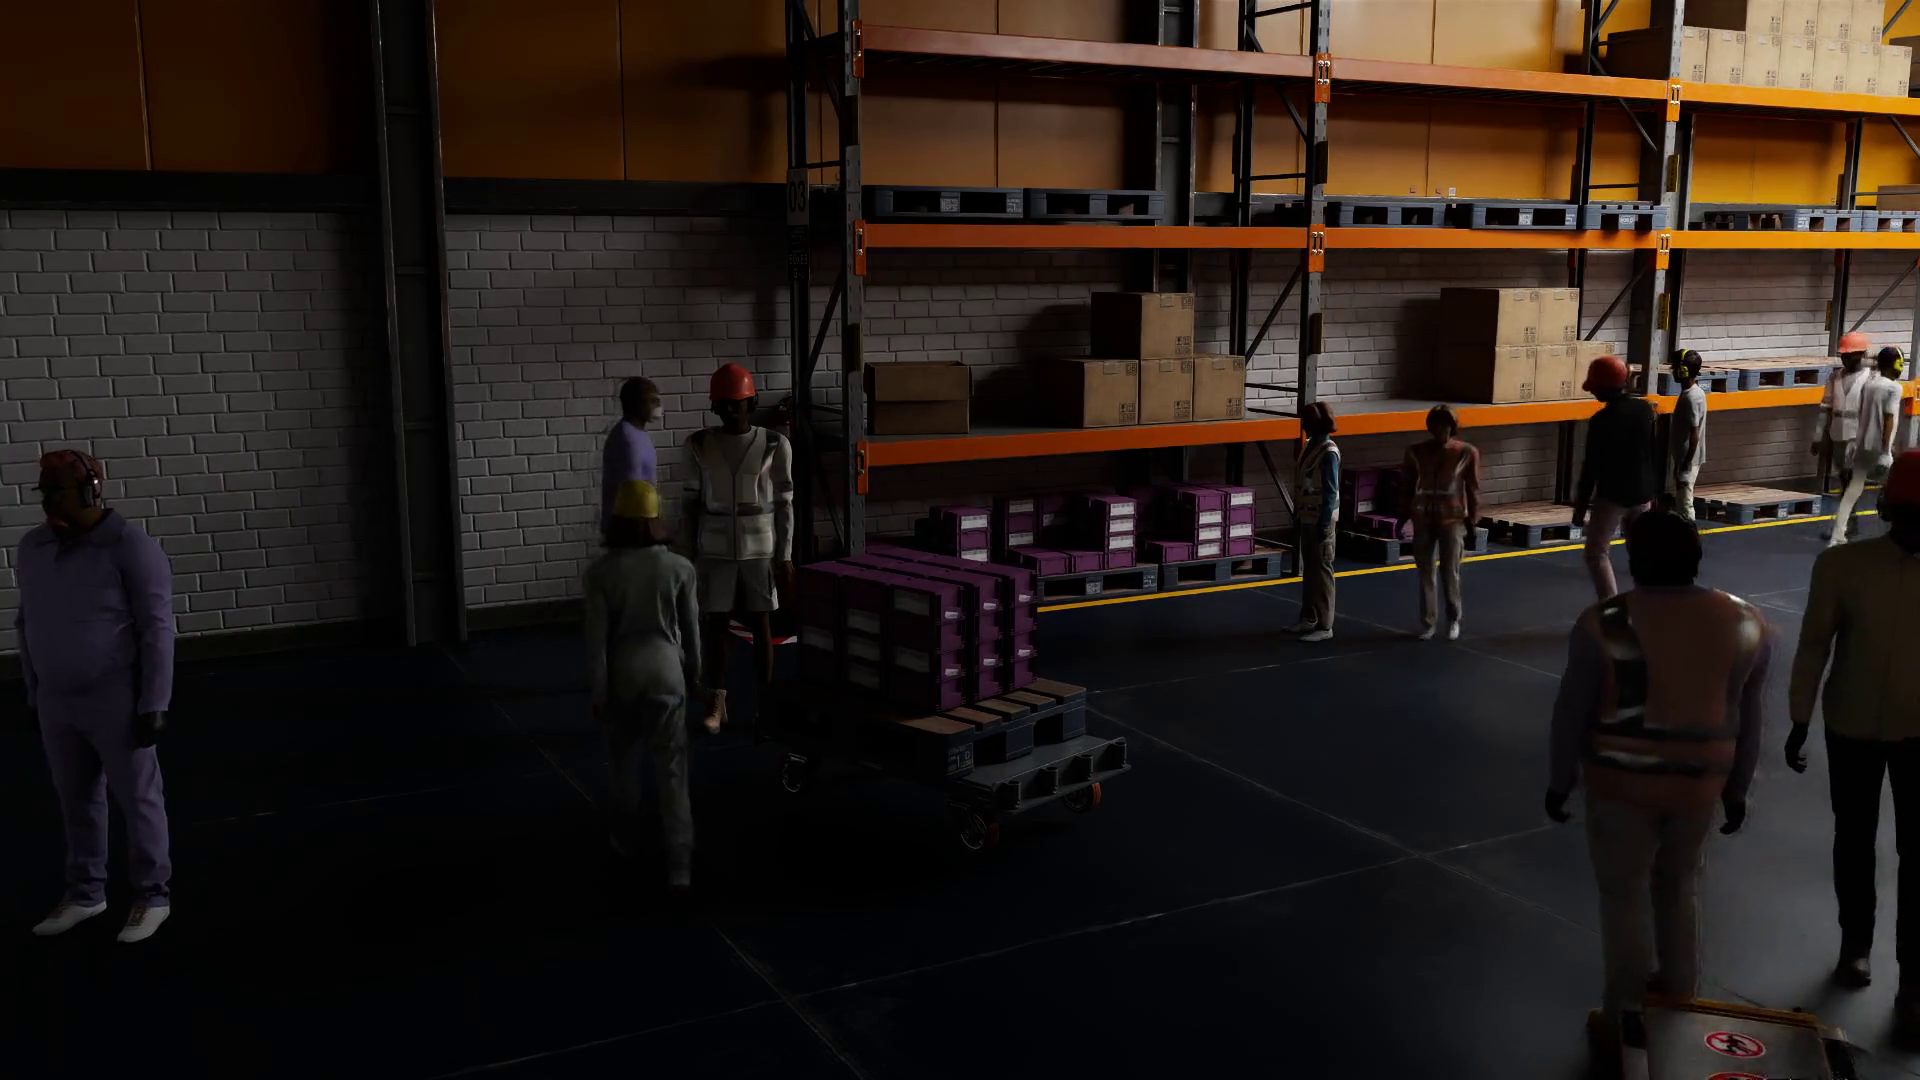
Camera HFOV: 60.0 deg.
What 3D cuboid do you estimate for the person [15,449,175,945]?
[{"bbox_3d":[-3.323,0.602,6.363,0.642,1.909,0.399,2,10,14],"label":"person"}]

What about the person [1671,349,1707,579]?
[{"bbox_3d":[5.838,-0.604,13.437,0.335,1.864,0.521,4,11,22],"label":"person"}]

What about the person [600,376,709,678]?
[{"bbox_3d":[-1.824,-0.024,9.968,0.906,1.901,0.666,-1,10,-7],"label":"person"}]

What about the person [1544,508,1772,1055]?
[{"bbox_3d":[2.247,0.800,5.436,0.643,1.827,0.450,0,10,-2],"label":"person"}]

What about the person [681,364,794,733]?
[{"bbox_3d":[-1.218,0.057,9.104,0.615,2.042,0.376,0,10,-1],"label":"person"}]

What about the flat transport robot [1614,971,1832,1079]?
[{"bbox_3d":[2.297,1.673,4.903,0.652,0.197,1.431,3,10,19],"label":"flat transport robot"}]

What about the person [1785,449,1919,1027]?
[{"bbox_3d":[3.217,0.672,5.778,0.631,1.961,0.833,6,11,30],"label":"person"}]

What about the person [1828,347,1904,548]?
[{"bbox_3d":[8.139,-0.783,14.621,0.999,1.808,0.538,-2,10,-10],"label":"person"}]

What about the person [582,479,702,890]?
[{"bbox_3d":[-1.313,0.597,6.996,0.496,1.701,0.895,-4,11,-21],"label":"person"}]

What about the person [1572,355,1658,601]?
[{"bbox_3d":[4.517,-0.281,11.345,0.687,1.947,0.446,-5,11,-29],"label":"person"}]

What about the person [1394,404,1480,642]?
[{"bbox_3d":[3.221,-0.106,11.244,0.522,1.625,0.379,6,11,31],"label":"person"}]

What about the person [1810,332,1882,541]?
[{"bbox_3d":[8.098,-0.943,15.262,0.855,1.899,0.573,-5,11,-29],"label":"person"}]

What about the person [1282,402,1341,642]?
[{"bbox_3d":[2.426,-0.127,11.335,0.308,1.638,0.511,-1,10,-7],"label":"person"}]
